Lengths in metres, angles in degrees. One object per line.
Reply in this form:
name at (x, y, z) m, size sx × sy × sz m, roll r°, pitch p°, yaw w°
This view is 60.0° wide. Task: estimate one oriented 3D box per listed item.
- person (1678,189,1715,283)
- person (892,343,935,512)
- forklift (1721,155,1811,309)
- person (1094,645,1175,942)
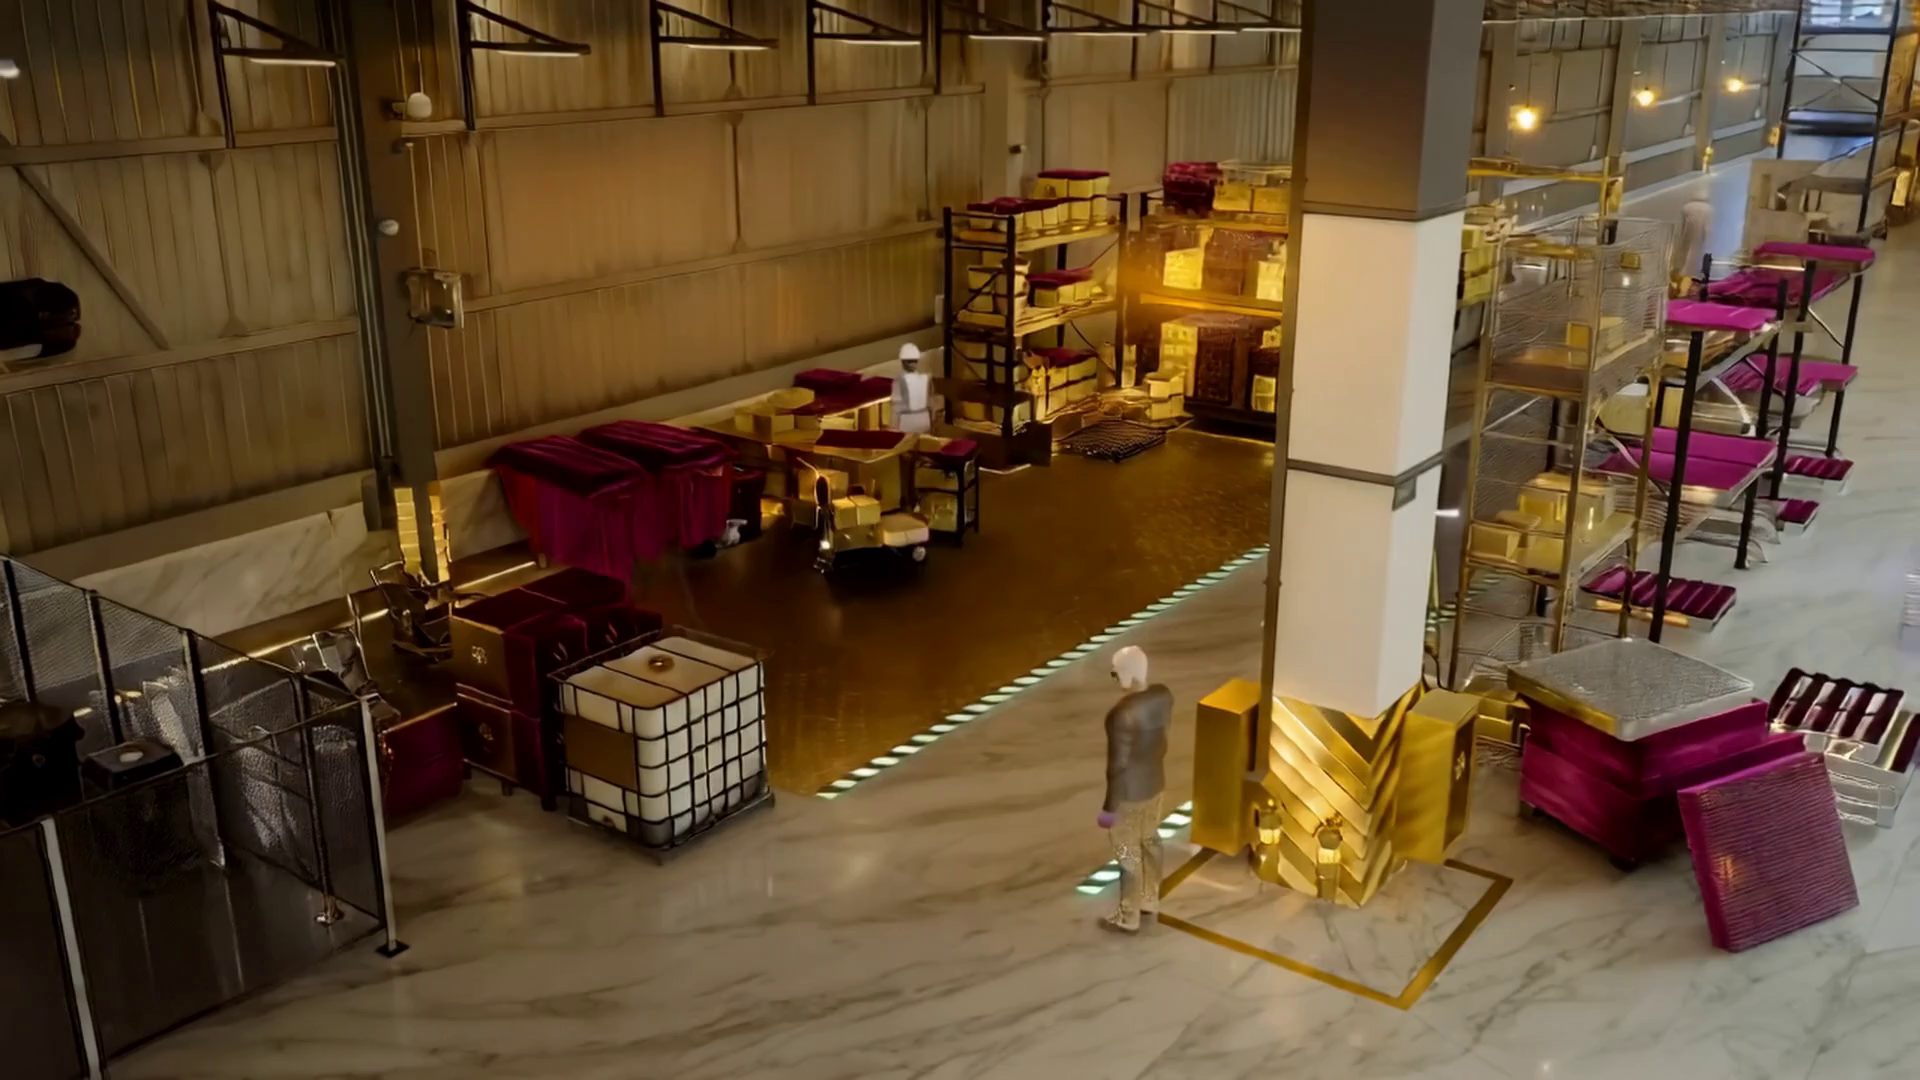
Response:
person at (15.292, -6.304, 34.477) m, size 0.968 × 1.888 × 0.621 m, roll -16°, pitch 24°, yaw -40°
person at (-0.550, -1.293, 19.069) m, size 0.551 × 1.934 × 0.373 m, roll -11°, pitch 21°, yaw -30°
forklift at (15.399, -5.864, 31.567) m, size 1.129 × 2.768 × 1.873 m, roll 13°, pitch 22°, yaw 34°
person at (1.073, 1.563, 10.331) m, size 0.370 × 1.936 × 0.627 m, roll 13°, pitch 22°, yaw 35°
